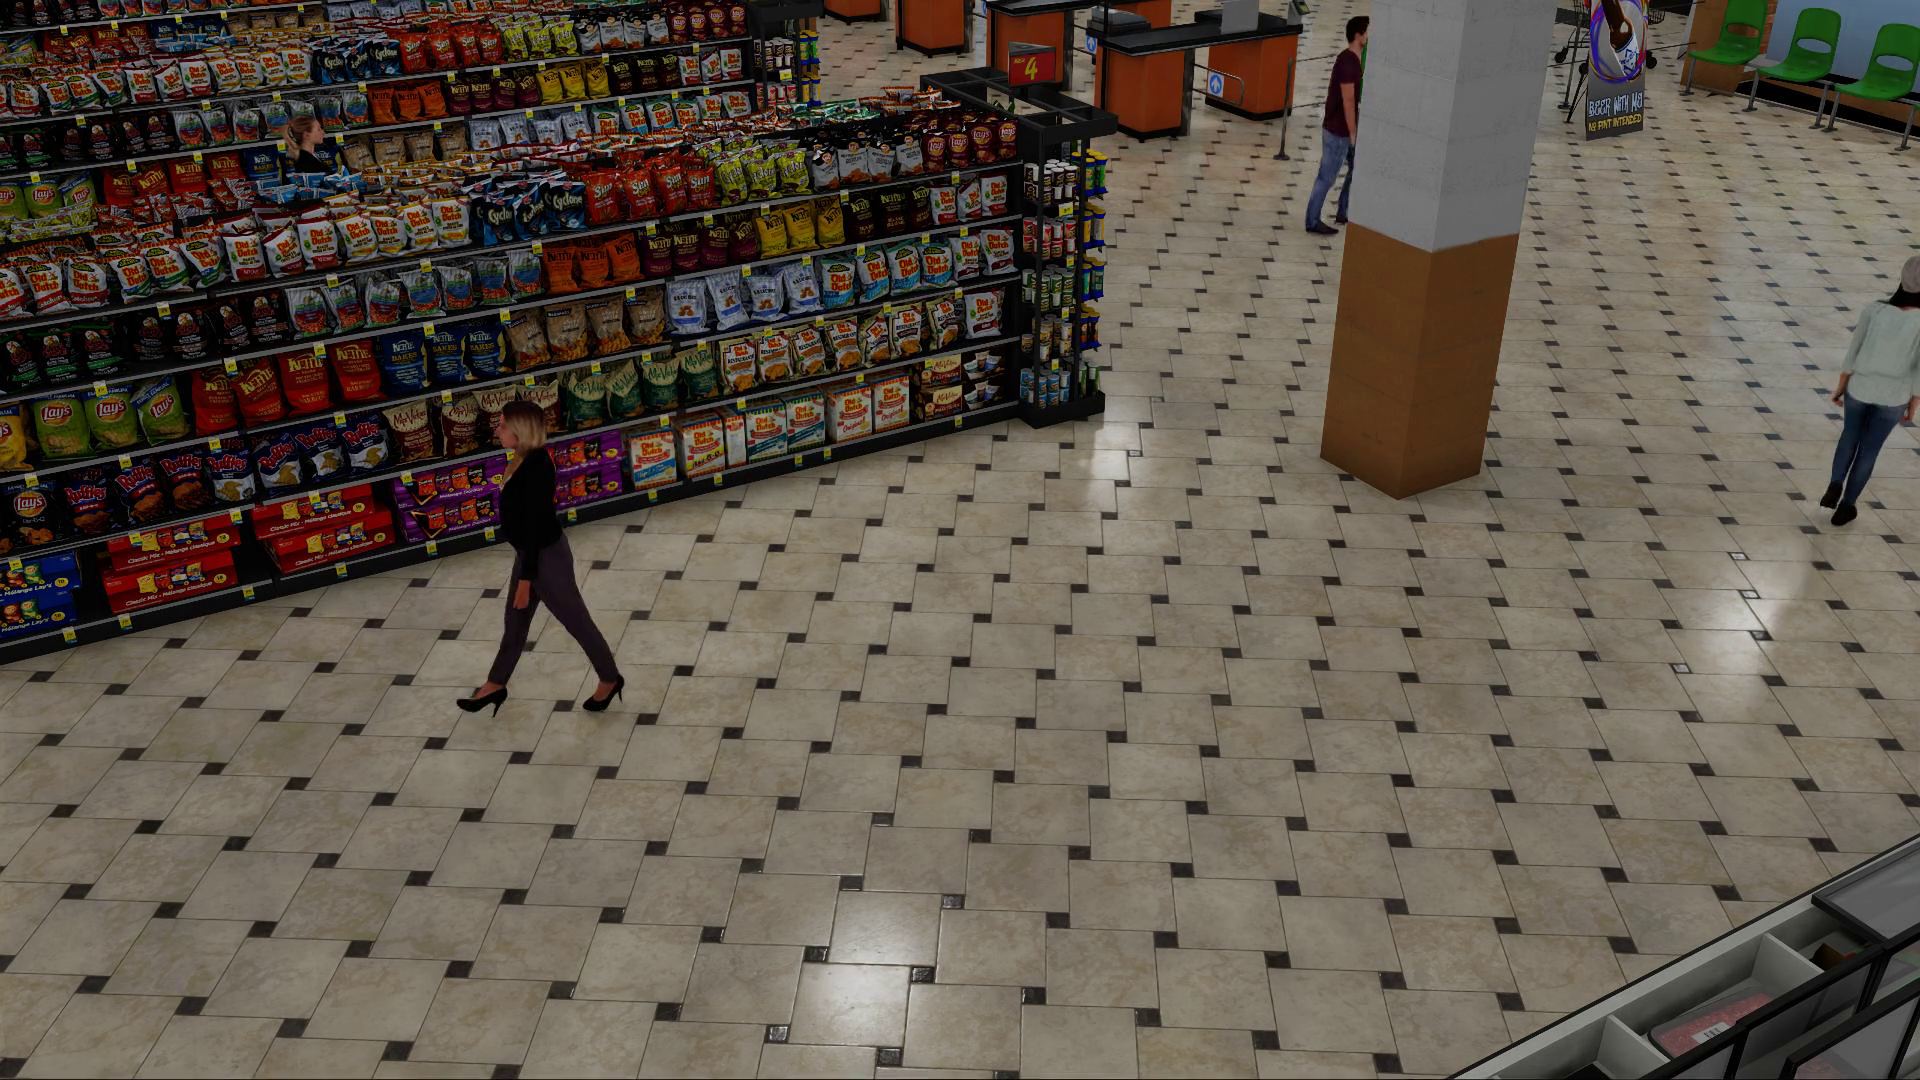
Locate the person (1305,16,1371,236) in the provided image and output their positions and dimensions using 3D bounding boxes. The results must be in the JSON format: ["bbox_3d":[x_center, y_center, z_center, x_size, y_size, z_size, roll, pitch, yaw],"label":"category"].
[{"bbox_3d":[3.141,-3.492,14.086,0.937,1.833,0.877,10,30,17],"label":"person"}]

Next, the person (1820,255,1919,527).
[{"bbox_3d":[5.152,-0.803,9.370,0.682,1.632,0.724,22,36,35],"label":"person"}]

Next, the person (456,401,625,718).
[{"bbox_3d":[-1.809,0.130,7.658,1.051,1.637,0.730,-10,30,-17],"label":"person"}]

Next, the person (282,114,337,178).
[{"bbox_3d":[-4.535,-2.165,11.791,0.506,1.704,0.590,-16,32,-26],"label":"person"}]
